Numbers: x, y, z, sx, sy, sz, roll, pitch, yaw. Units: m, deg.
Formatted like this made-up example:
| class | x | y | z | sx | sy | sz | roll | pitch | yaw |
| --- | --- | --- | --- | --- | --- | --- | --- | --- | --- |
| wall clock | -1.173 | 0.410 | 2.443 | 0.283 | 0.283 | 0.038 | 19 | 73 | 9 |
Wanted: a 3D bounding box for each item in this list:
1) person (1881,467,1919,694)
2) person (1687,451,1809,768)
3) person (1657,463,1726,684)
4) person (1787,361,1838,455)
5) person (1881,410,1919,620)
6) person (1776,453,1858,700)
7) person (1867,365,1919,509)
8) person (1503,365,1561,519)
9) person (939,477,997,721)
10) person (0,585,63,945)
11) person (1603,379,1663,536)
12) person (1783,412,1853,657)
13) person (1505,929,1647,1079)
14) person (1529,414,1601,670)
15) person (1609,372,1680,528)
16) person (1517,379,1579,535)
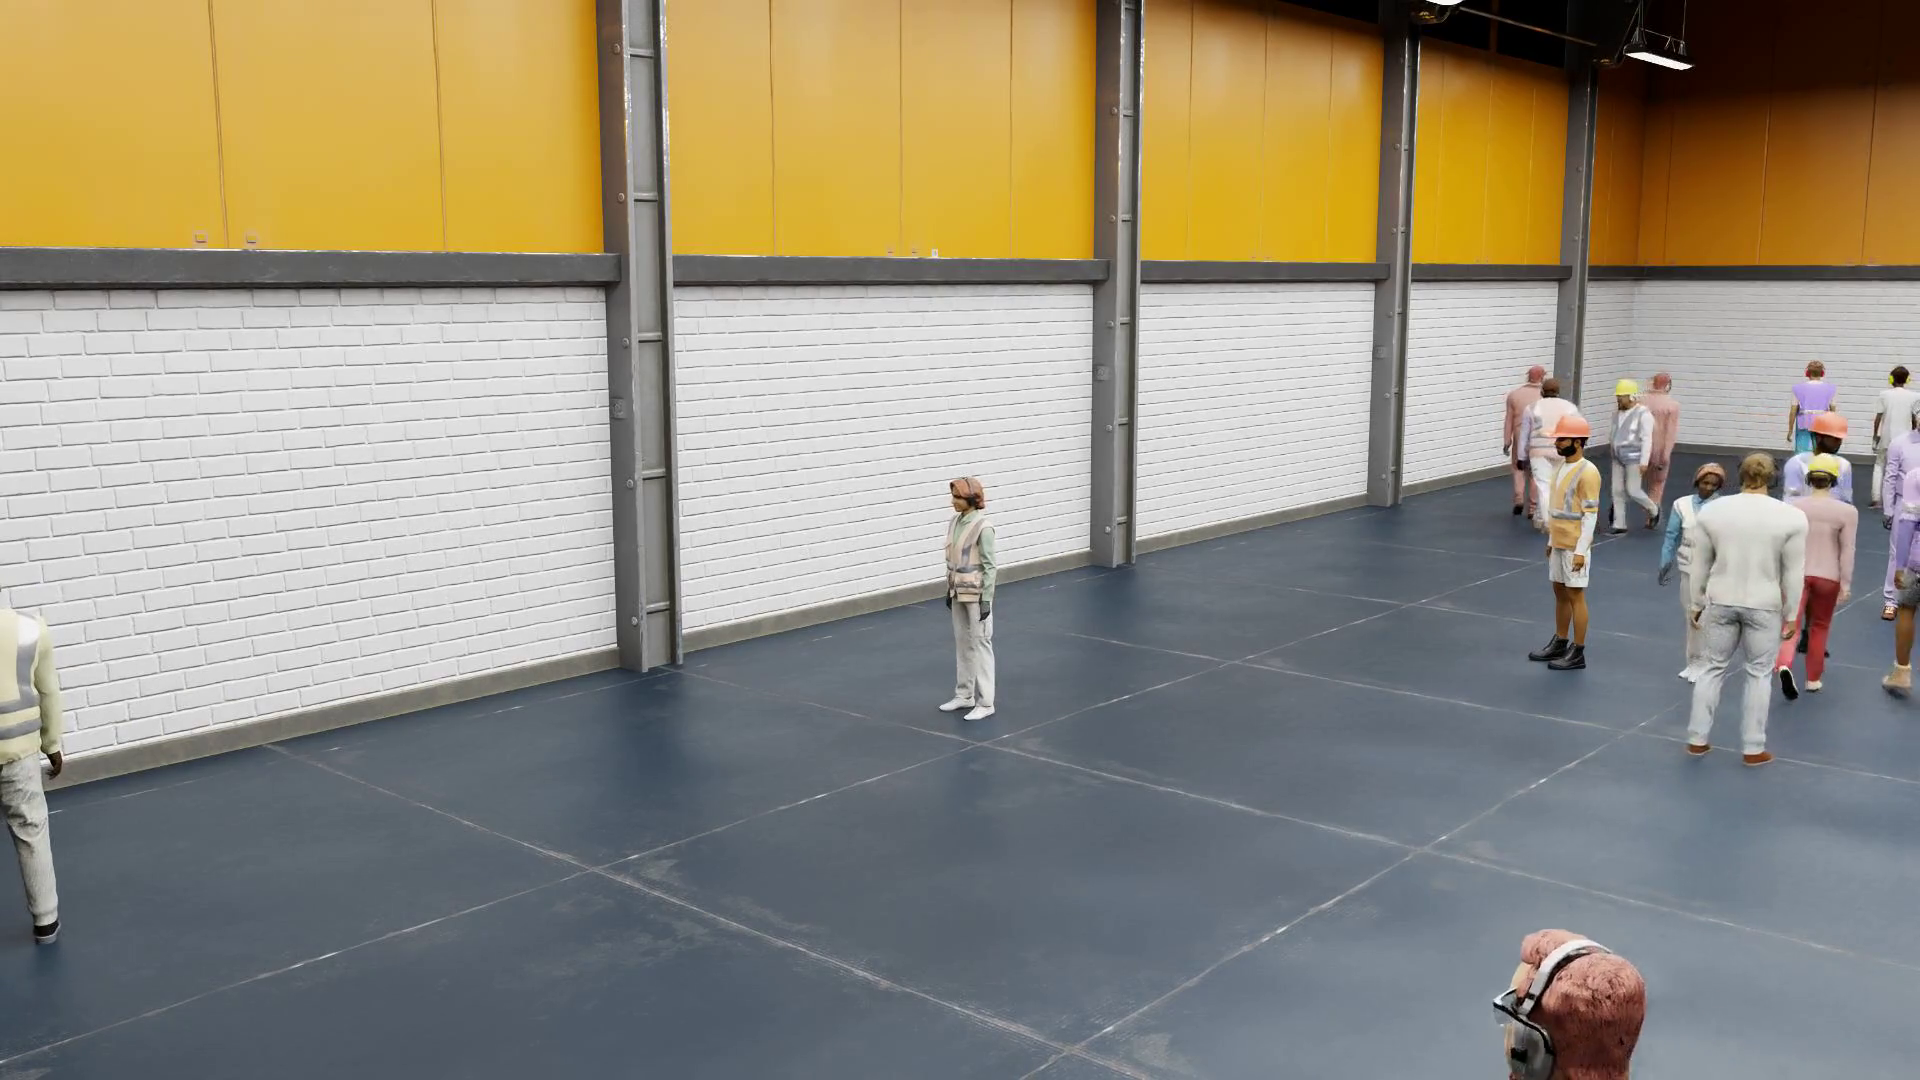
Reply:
| class | x | y | z | sx | sy | sz | roll | pitch | yaw |
| --- | --- | --- | --- | --- | --- | --- | --- | --- | --- |
| person | 6.783 | 0.141 | 11.556 | 0.627 | 2.008 | 0.793 | 2 | 9 | 12 |
| person | 4.783 | 0.420 | 10.145 | 0.643 | 1.917 | 0.431 | 7 | 12 | 38 |
| person | 5.382 | 0.243 | 12.135 | 0.538 | 1.615 | 0.559 | -8 | 12 | -40 |
| person | 11.347 | -1.462 | 22.158 | 0.570 | 1.840 | 0.373 | 3 | 9 | 16 |
| person | 8.270 | -0.239 | 14.274 | 0.639 | 1.910 | 0.407 | 4 | 10 | 23 |
| person | 5.960 | 0.265 | 11.663 | 0.535 | 1.733 | 0.777 | 6 | 11 | 32 |
| person | 11.727 | -1.264 | 20.907 | 0.492 | 1.841 | 0.821 | 3 | 10 | 21 |
| person | 7.018 | -1.201 | 20.373 | 0.670 | 1.887 | 0.448 | 4 | 10 | 24 |
| person | 0.065 | 0.389 | 11.177 | 0.311 | 1.636 | 0.523 | -5 | 11 | -30 |
| person | -4.263 | 0.913 | 7.286 | 0.600 | 1.827 | 0.403 | -7 | 12 | -39 |
| person | 7.689 | -0.932 | 18.964 | 0.594 | 1.805 | 0.598 | -4 | 10 | -21 |
| person | 6.682 | -0.040 | 12.954 | 0.579 | 1.926 | 0.387 | -2 | 9 | -11 |
| person | 1.012 | 1.592 | 2.836 | 0.641 | 1.894 | 0.445 | -4 | 10 | -22 |
| person | 4.592 | 0.015 | 12.585 | 0.361 | 1.940 | 0.543 | -1 | 9 | -6 |
| person | 7.994 | -1.029 | 19.399 | 0.759 | 1.869 | 0.661 | -7 | 11 | -37 |
| person | 6.792 | -0.963 | 19.244 | 0.651 | 1.787 | 0.935 | 1 | 9 | 3 |
